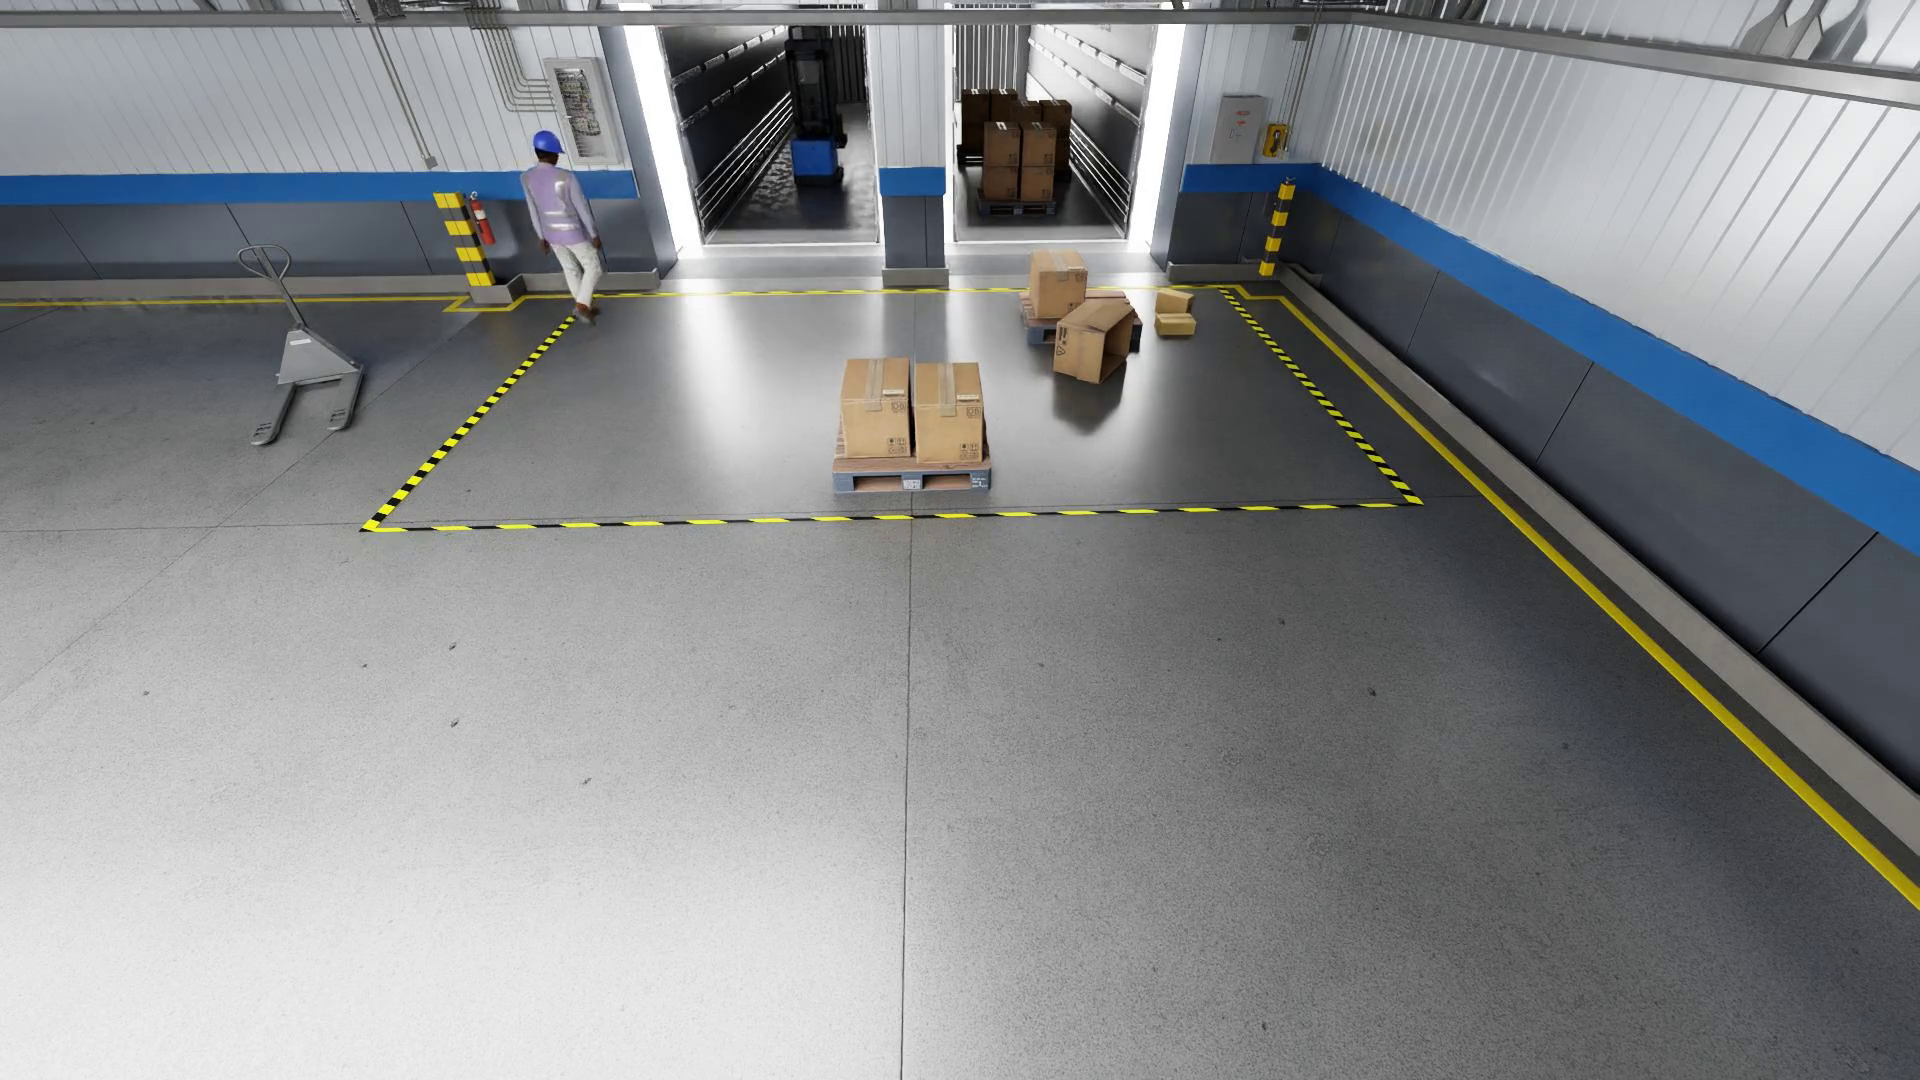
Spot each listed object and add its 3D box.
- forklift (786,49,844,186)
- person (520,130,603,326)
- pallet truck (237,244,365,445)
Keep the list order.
[{"bbox_3d":[-2.582,-7.298,12.733,0.716,2.013,0.776,-1,38,-1],"label":"forklift"},{"bbox_3d":[-4.097,-3.143,7.600,0.637,1.909,0.694,5,39,7],"label":"person"},{"bbox_3d":[-5.915,-1.733,6.366,0.680,1.201,1.601,-18,42,-21],"label":"pallet truck"}]
